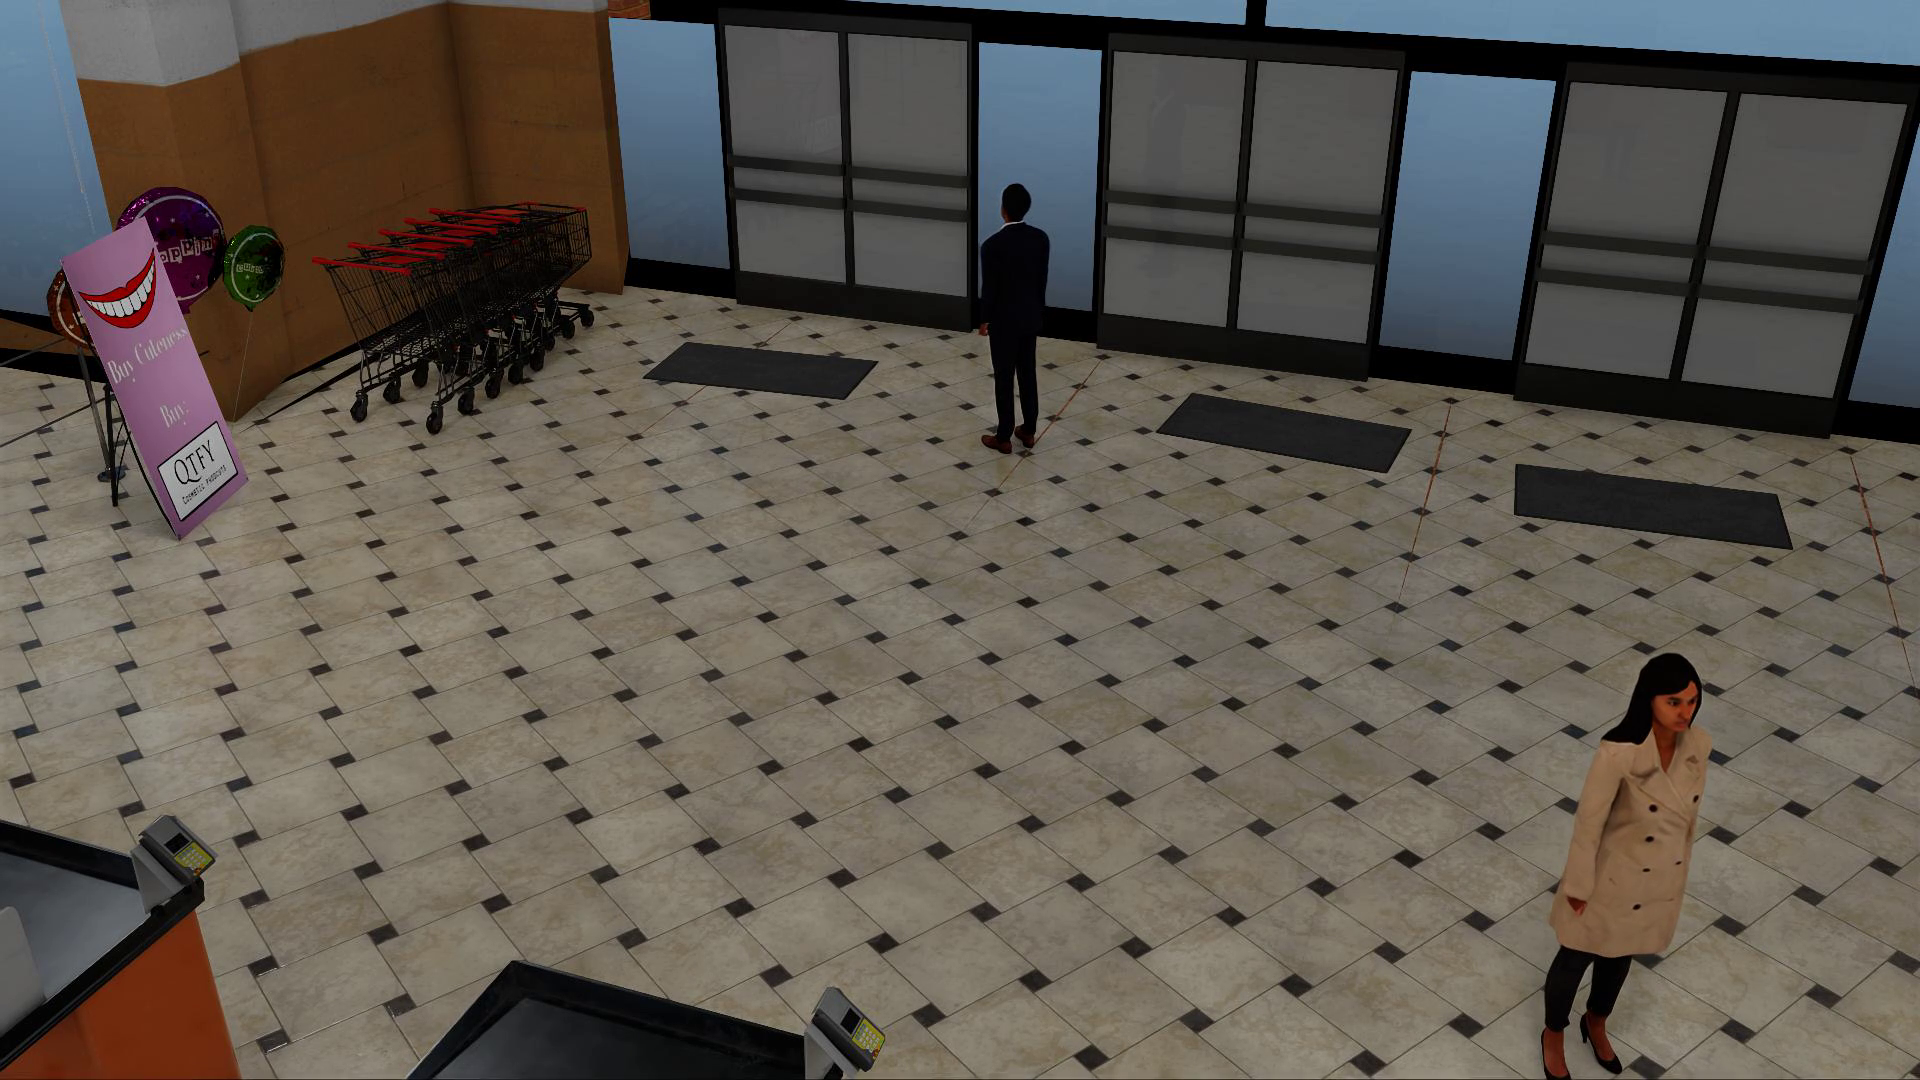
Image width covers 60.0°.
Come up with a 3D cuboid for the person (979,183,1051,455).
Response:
[{"bbox_3d":[0.342,-1.381,10.450,0.683,1.727,0.767,-15,31,-27],"label":"person"}]

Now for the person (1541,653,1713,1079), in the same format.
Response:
[{"bbox_3d":[2.223,1.116,5.577,0.719,1.682,0.734,-7,28,-13],"label":"person"}]
